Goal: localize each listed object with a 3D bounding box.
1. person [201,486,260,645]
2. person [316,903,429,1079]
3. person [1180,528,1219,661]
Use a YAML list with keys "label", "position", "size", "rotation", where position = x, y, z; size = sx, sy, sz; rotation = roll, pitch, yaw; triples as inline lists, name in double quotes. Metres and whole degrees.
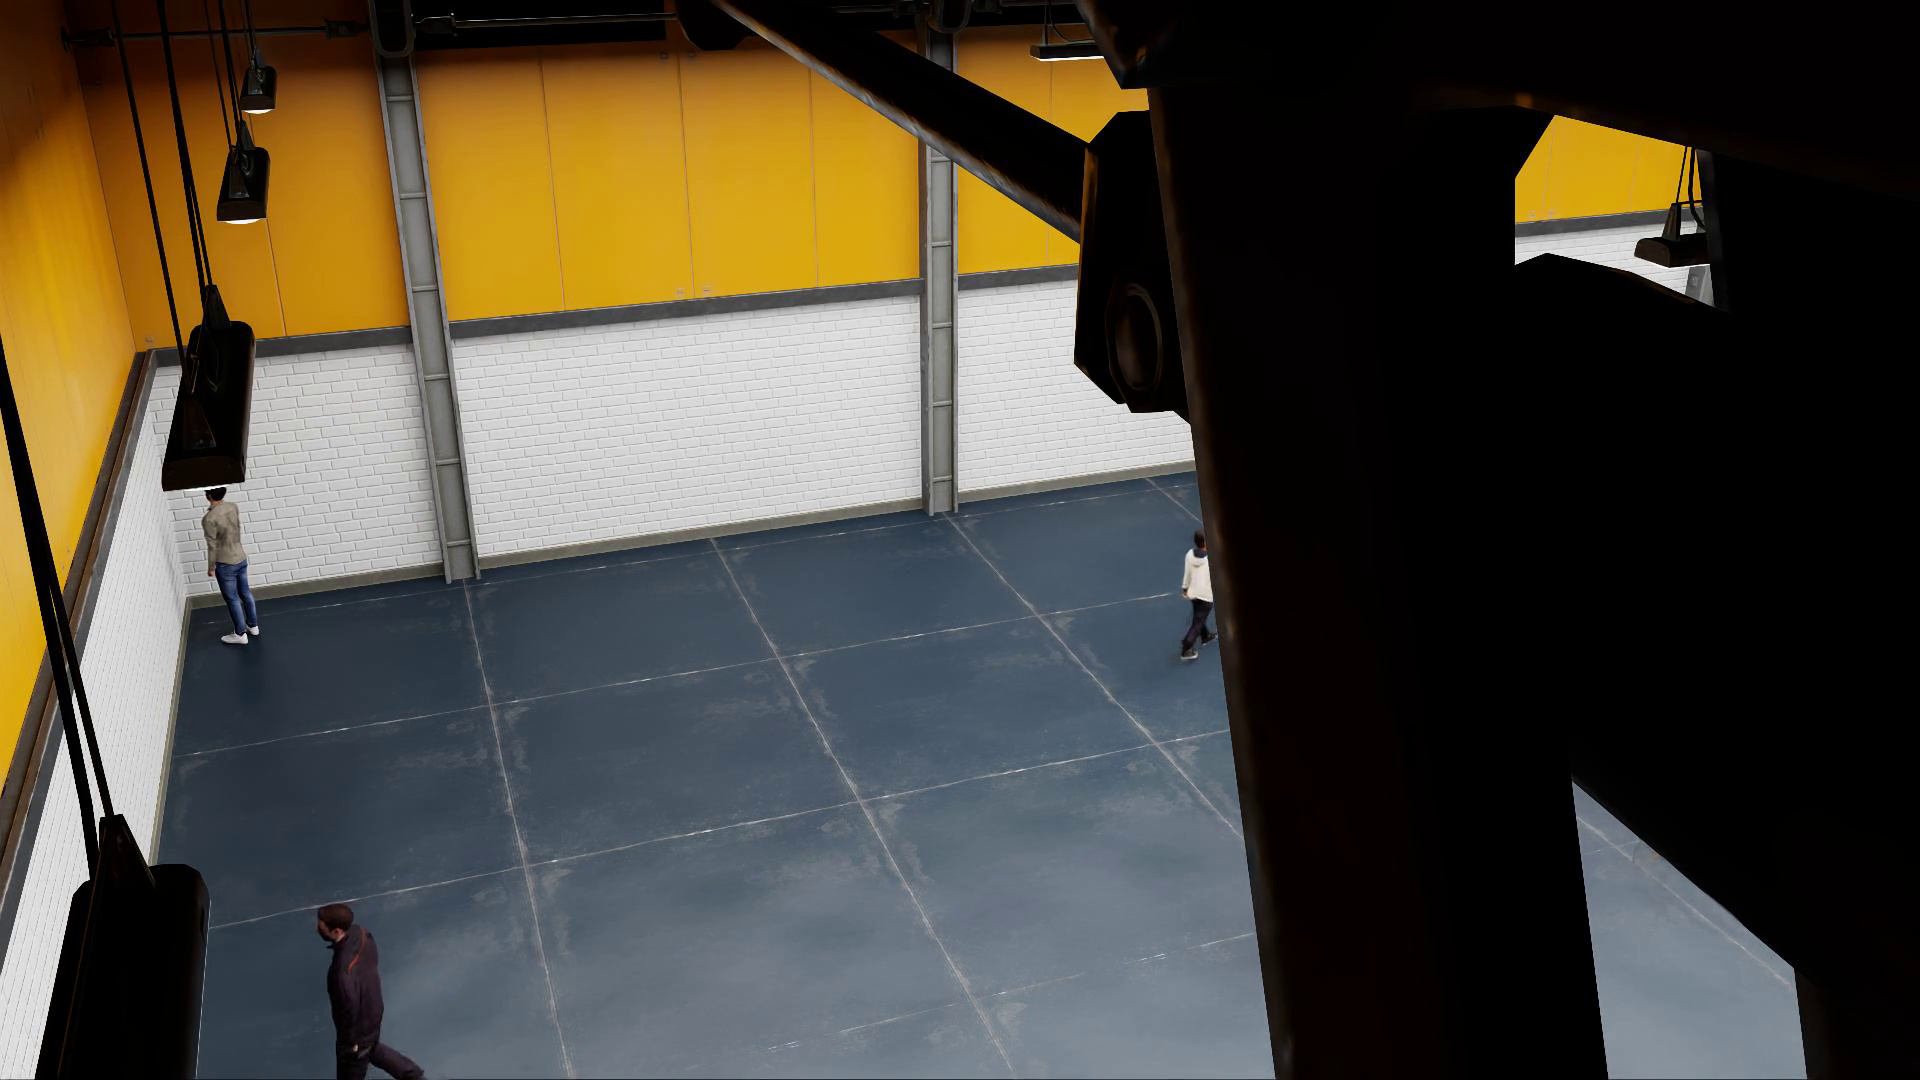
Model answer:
- label: "person"
  position: [-7.836, 0.223, 17.849]
  size: [0.803, 1.865, 0.793]
  rotation: [6, 24, 13]
- label: "person"
  position: [-3.945, 3.176, 11.052]
  size: [1.072, 1.898, 0.877]
  rotation: [-1, 24, -3]
- label: "person"
  position: [2.510, 0.601, 17.535]
  size: [1.017, 1.425, 0.788]
  rotation: [-19, 30, -37]
